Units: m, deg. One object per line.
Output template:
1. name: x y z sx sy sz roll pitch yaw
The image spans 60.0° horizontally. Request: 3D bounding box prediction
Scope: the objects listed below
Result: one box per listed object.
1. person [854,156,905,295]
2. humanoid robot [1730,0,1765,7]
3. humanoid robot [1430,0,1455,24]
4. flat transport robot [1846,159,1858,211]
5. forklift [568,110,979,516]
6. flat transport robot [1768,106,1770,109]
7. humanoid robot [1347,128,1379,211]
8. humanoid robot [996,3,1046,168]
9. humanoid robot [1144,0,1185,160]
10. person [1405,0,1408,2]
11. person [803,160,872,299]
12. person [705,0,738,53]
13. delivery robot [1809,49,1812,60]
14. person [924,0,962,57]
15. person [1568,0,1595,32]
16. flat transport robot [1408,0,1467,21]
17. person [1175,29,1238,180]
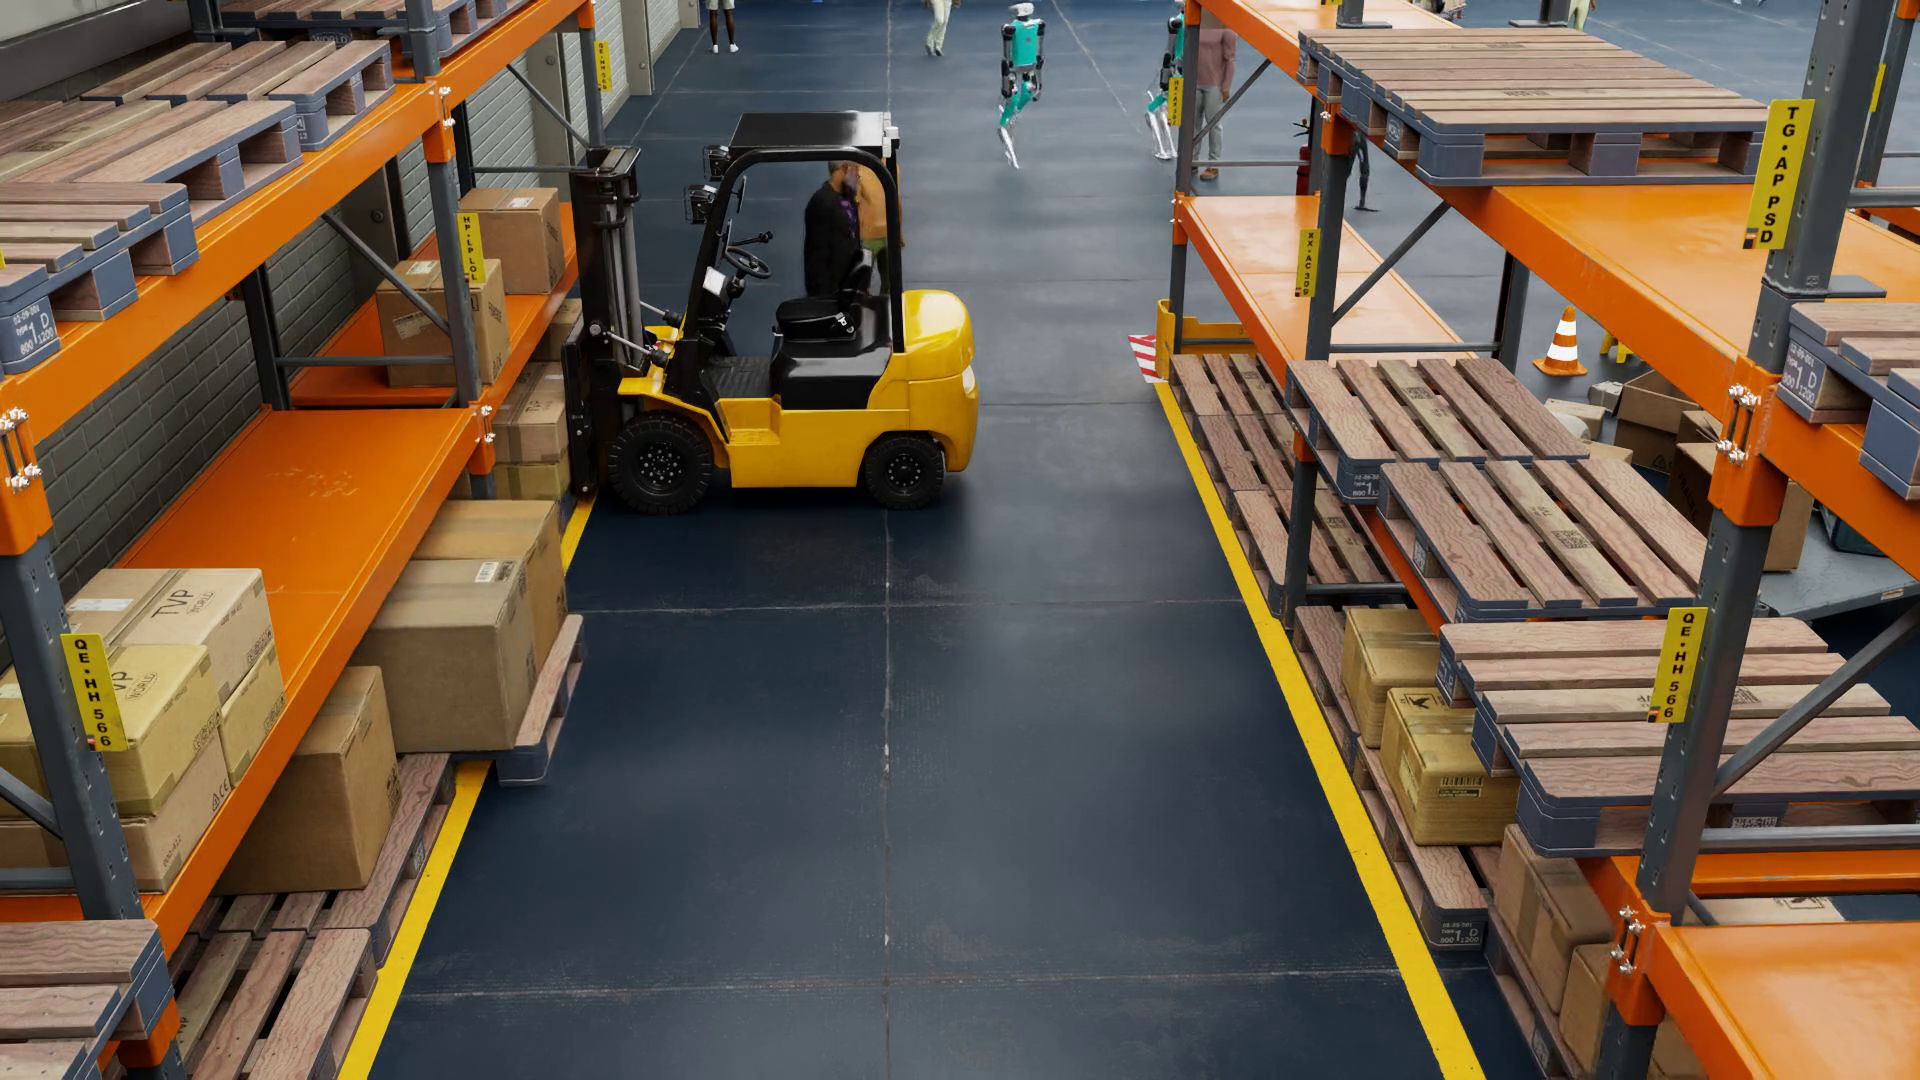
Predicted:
1. person: -0.614 -2.249 12.379 0.435 1.707 0.379 -13 28 -26
2. humanoid robot: 14.279 -10.417 29.664 0.545 1.762 0.982 -9 27 -19
3. humanoid robot: 5.524 -5.539 19.425 0.592 1.632 0.776 -8 27 -17
4. flat transport robot: 8.297 -3.447 16.603 1.431 0.231 0.659 16 29 30
5. forklift: -1.043 -1.379 9.976 2.313 2.155 1.214 -1 25 -2
6. flat transport robot: 8.418 -3.908 17.580 1.431 0.231 0.659 -21 32 -37
7. humanoid robot: 3.823 -4.041 16.244 0.676 1.636 0.613 12 28 24
8. humanoid robot: 0.528 -4.949 18.118 0.542 1.796 0.823 -16 29 -30
9. humanoid robot: 2.293 -5.062 18.324 0.530 1.797 0.711 -20 32 -35
10. person: 6.673 -8.322 25.080 0.377 1.843 0.570 5 26 11
11. person: -0.836 -1.685 11.051 0.502 1.829 0.683 11 28 23
12. person: -3.624 -8.310 24.994 0.554 1.897 0.360 -4 26 -9
13. delivery robot: 12.805 -7.193 24.182 0.753 0.579 0.499 -14 29 -28
14. person: -0.244 -8.052 24.667 0.582 1.706 0.417 -18 31 -34
15. person: 8.795 -7.716 23.747 0.532 1.893 0.399 2 25 4
16. flat transport robot: 7.446 -8.391 27.073 0.659 0.231 1.431 16 30 31
17. person: 2.585 -4.779 17.472 0.632 1.936 0.354 22 33 38
